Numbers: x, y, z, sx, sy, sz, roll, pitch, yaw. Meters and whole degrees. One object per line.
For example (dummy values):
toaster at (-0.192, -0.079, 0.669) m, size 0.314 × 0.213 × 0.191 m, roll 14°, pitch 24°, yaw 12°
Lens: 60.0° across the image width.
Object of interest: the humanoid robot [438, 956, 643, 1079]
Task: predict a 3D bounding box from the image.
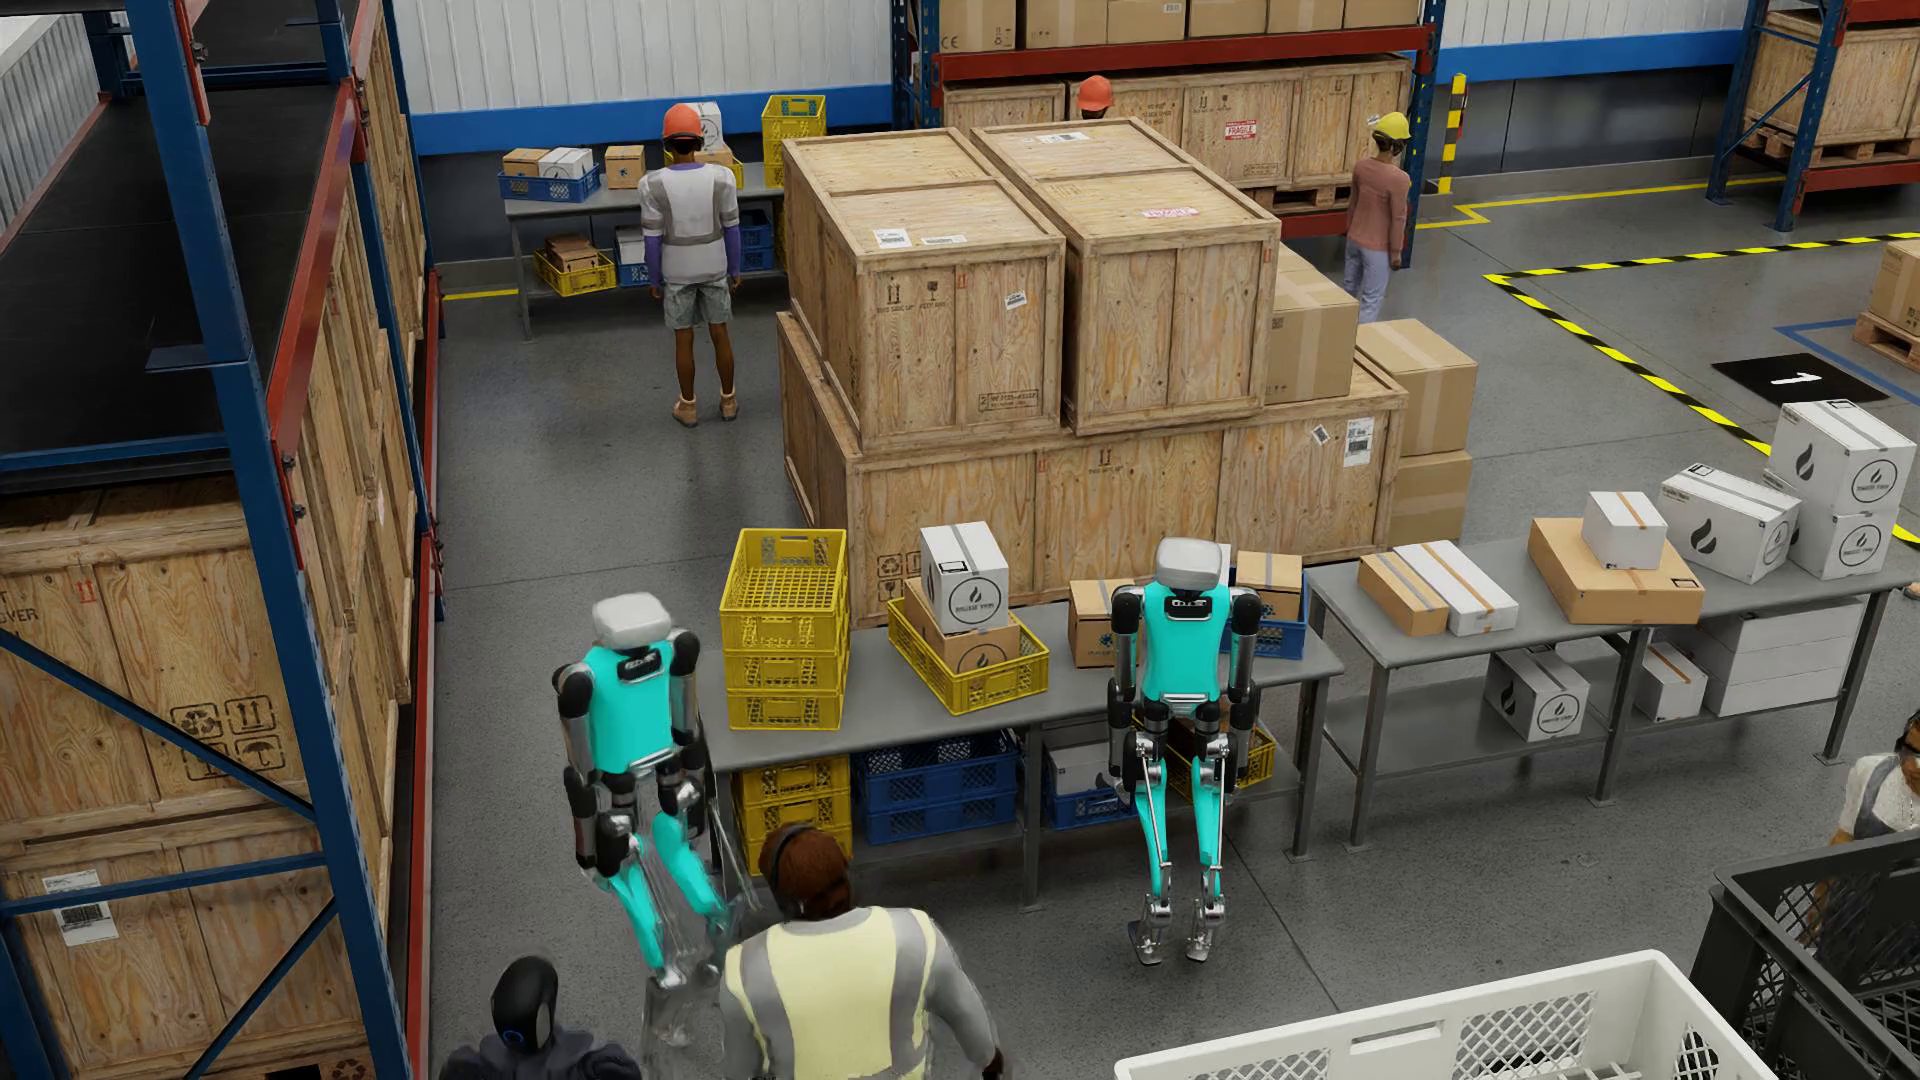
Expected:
humanoid robot at (-1.096, 1.757, 4.521) m, size 0.611 × 1.634 × 0.786 m, roll -2°, pitch 29°, yaw -4°

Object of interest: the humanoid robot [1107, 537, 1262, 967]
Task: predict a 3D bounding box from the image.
humanoid robot at (0.788, 0.862, 5.890) m, size 0.533 × 1.677 × 0.735 m, roll 1°, pitch 29°, yaw 2°

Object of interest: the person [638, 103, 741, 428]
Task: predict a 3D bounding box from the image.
person at (-1.656, -1.682, 10.334) m, size 0.606 × 2.044 × 0.368 m, roll -10°, pitch 30°, yaw -17°

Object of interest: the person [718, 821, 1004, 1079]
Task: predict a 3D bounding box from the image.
person at (-0.266, 1.558, 4.715) m, size 0.777 × 1.793 × 0.802 m, roll -4°, pitch 29°, yaw -7°

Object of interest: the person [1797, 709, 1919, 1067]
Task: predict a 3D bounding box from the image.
person at (2.881, 1.265, 5.195) m, size 0.493 × 1.836 × 0.527 m, roll -14°, pitch 32°, yaw -24°

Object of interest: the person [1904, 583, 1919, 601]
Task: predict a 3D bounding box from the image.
person at (5.179, -0.499, 8.185) m, size 0.372 × 2.042 × 0.613 m, roll 0°, pitch 29°, yaw -1°

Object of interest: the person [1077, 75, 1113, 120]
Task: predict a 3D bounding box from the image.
person at (0.896, -2.224, 11.426) m, size 0.548 × 1.933 × 0.368 m, roll -5°, pitch 29°, yaw -9°

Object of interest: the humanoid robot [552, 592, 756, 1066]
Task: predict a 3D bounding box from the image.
humanoid robot at (-0.986, 1.086, 5.698) m, size 0.563 × 1.841 × 0.665 m, roll -22°, pitch 36°, yaw -35°

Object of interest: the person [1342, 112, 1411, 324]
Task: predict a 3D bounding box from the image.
person at (2.790, -1.995, 11.202) m, size 0.376 × 1.756 × 0.534 m, roll -13°, pitch 31°, yaw -21°
